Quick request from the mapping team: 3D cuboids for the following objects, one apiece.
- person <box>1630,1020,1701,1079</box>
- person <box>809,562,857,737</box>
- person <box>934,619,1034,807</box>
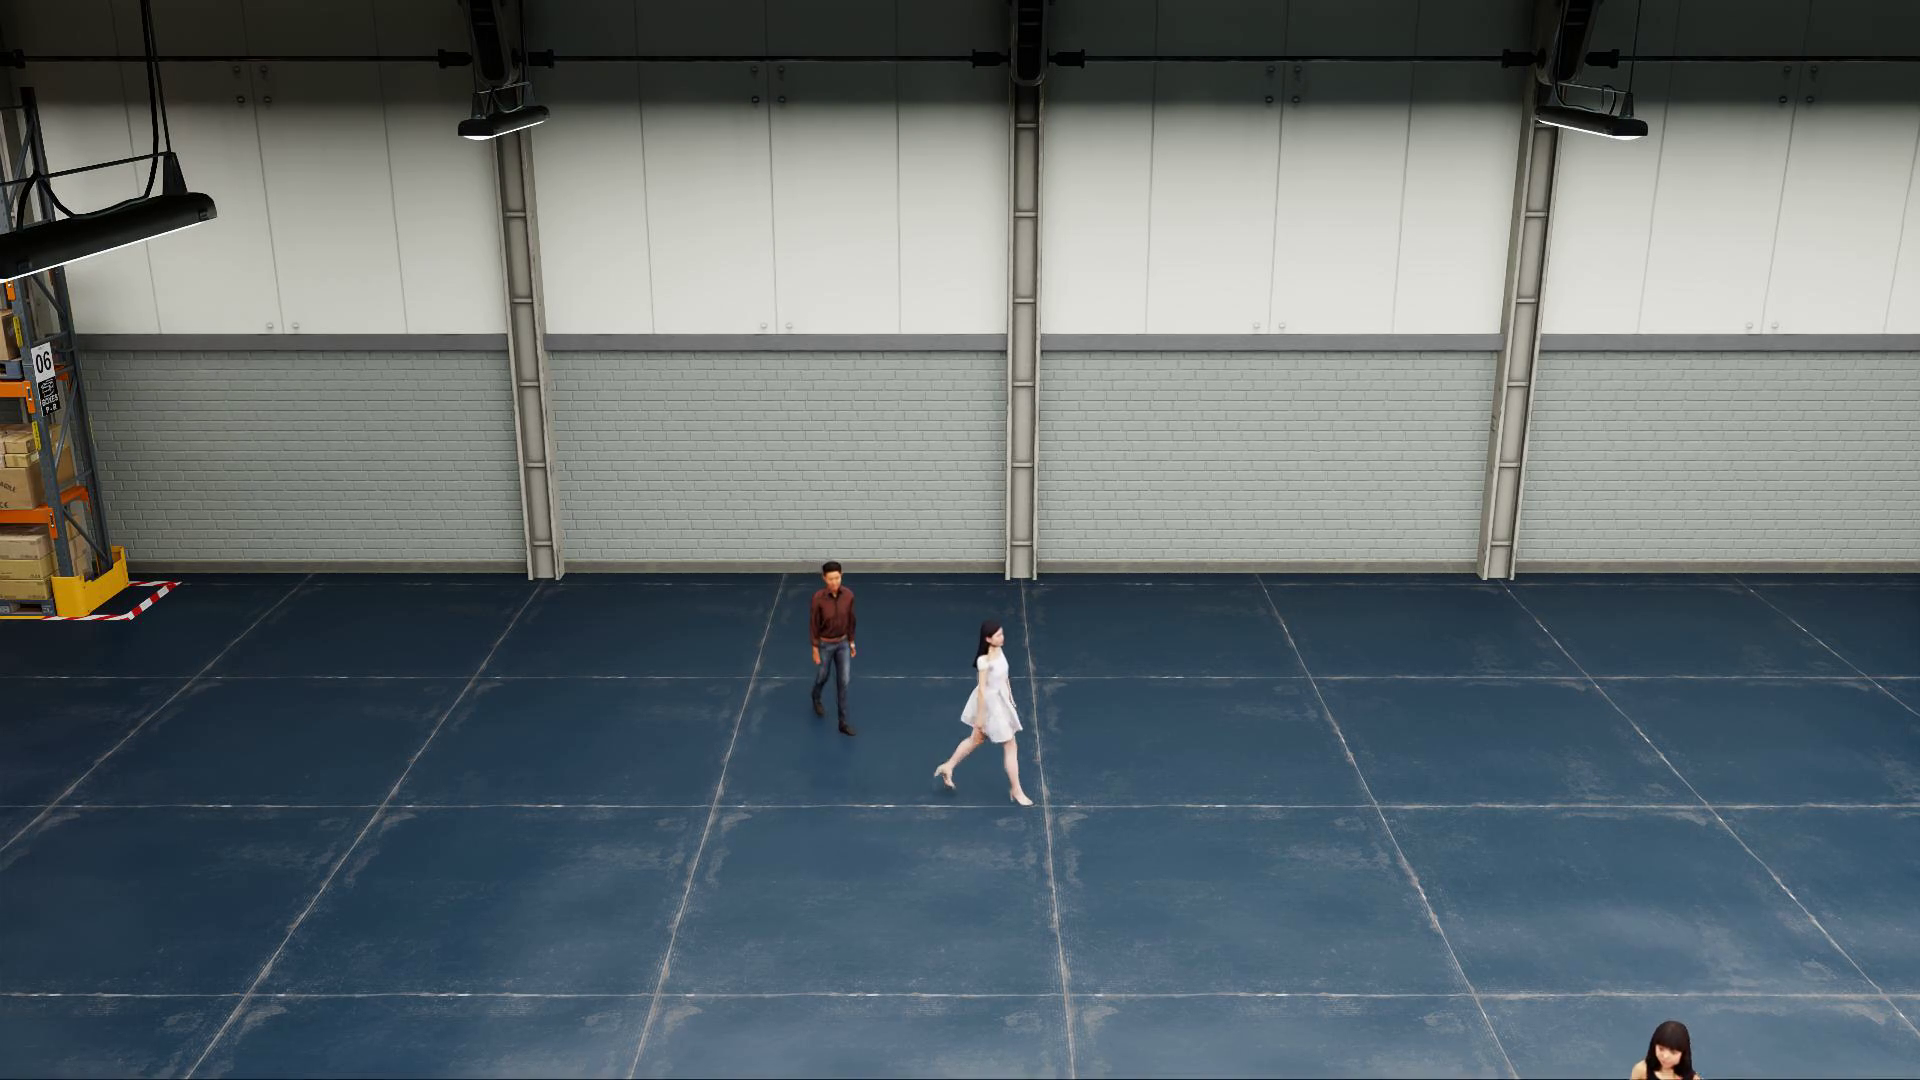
[{"bbox_3d":[3.953,3.404,9.379,1.050,1.601,1.033,13,22,35],"label":"person"},{"bbox_3d":[-1.304,1.024,16.476,1.153,1.734,1.013,-8,20,-24],"label":"person"},{"bbox_3d":[0.200,1.543,14.888,1.227,1.730,0.828,5,19,15],"label":"person"}]
